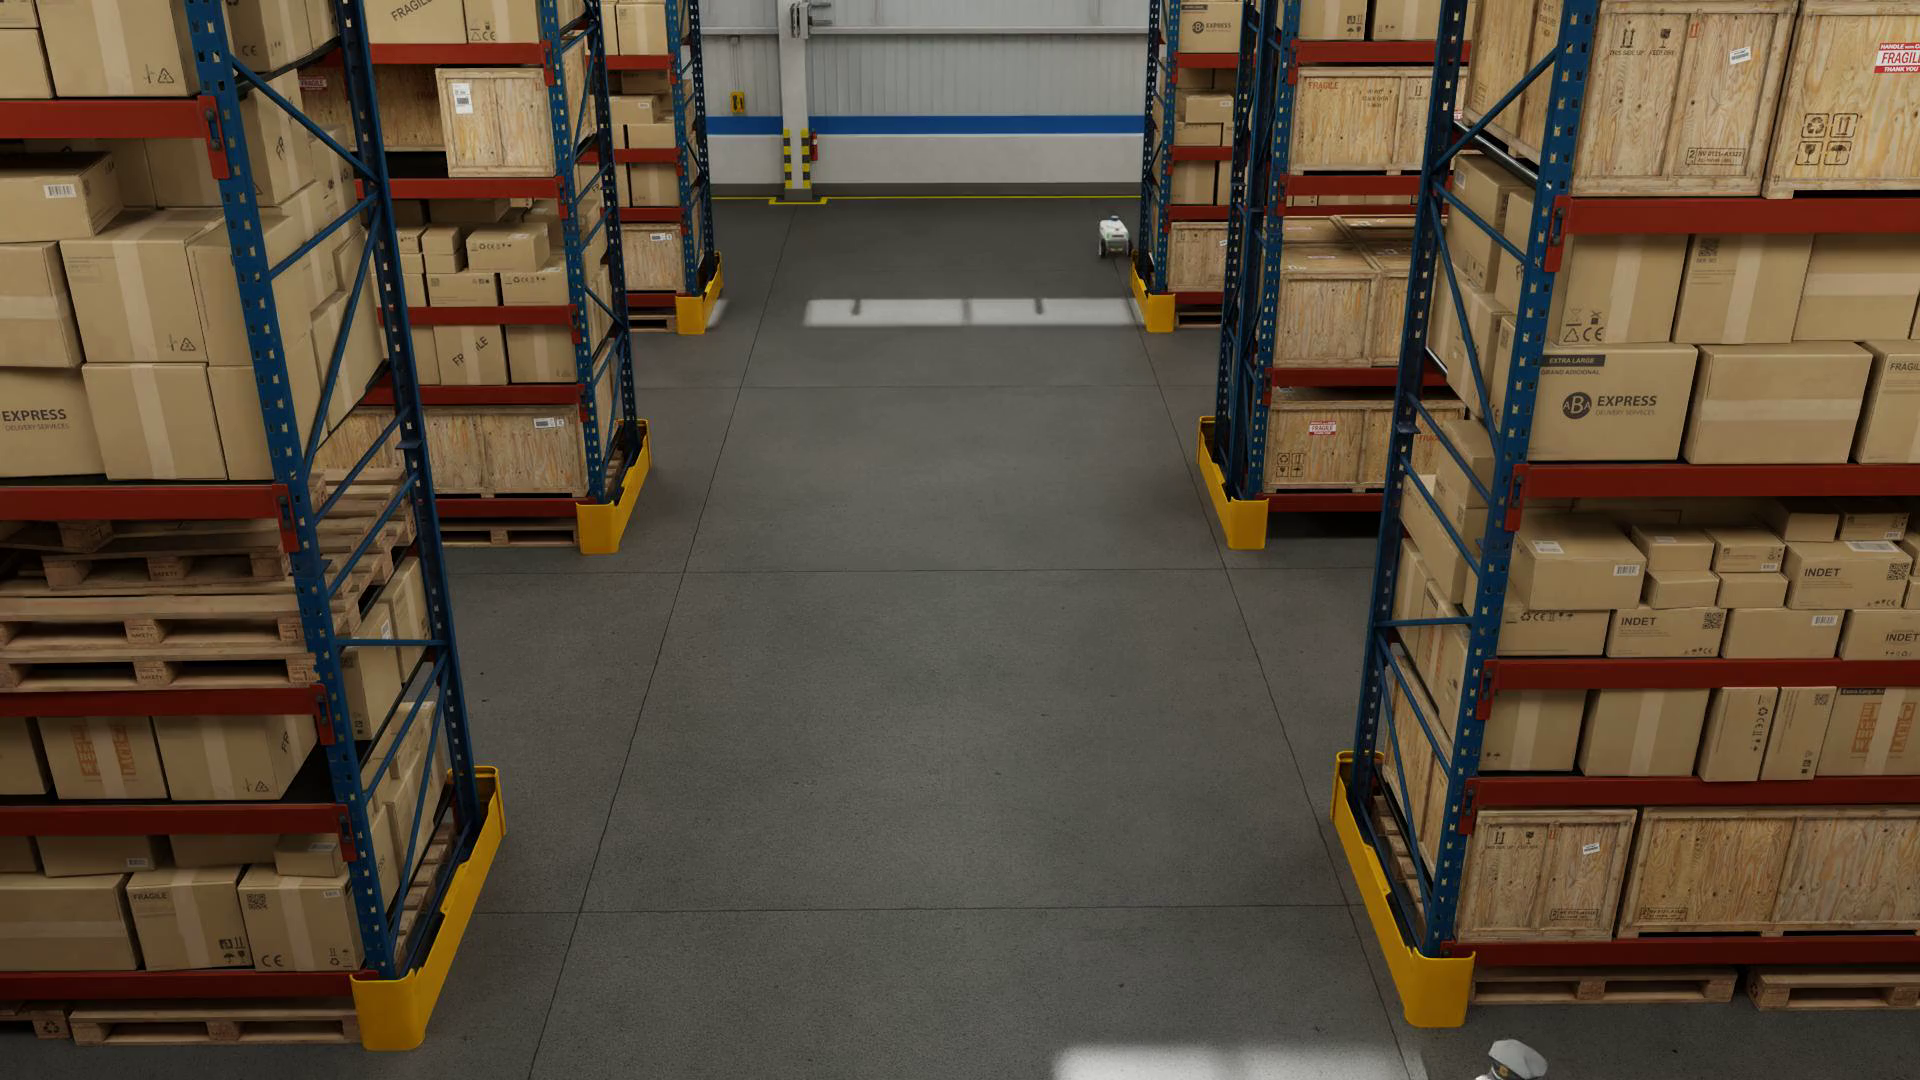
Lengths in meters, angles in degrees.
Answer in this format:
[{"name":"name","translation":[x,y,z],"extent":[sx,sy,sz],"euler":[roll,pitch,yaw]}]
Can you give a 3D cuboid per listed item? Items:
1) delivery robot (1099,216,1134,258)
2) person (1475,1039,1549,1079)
[{"name":"delivery robot","translation":[2.422,-4.545,25.183],"extent":[0.667,0.535,0.739],"euler":[-2,25,-4]},{"name":"person","translation":[2.426,2.987,7.599],"extent":[0.621,1.683,0.481],"euler":[-13,28,-26]}]
